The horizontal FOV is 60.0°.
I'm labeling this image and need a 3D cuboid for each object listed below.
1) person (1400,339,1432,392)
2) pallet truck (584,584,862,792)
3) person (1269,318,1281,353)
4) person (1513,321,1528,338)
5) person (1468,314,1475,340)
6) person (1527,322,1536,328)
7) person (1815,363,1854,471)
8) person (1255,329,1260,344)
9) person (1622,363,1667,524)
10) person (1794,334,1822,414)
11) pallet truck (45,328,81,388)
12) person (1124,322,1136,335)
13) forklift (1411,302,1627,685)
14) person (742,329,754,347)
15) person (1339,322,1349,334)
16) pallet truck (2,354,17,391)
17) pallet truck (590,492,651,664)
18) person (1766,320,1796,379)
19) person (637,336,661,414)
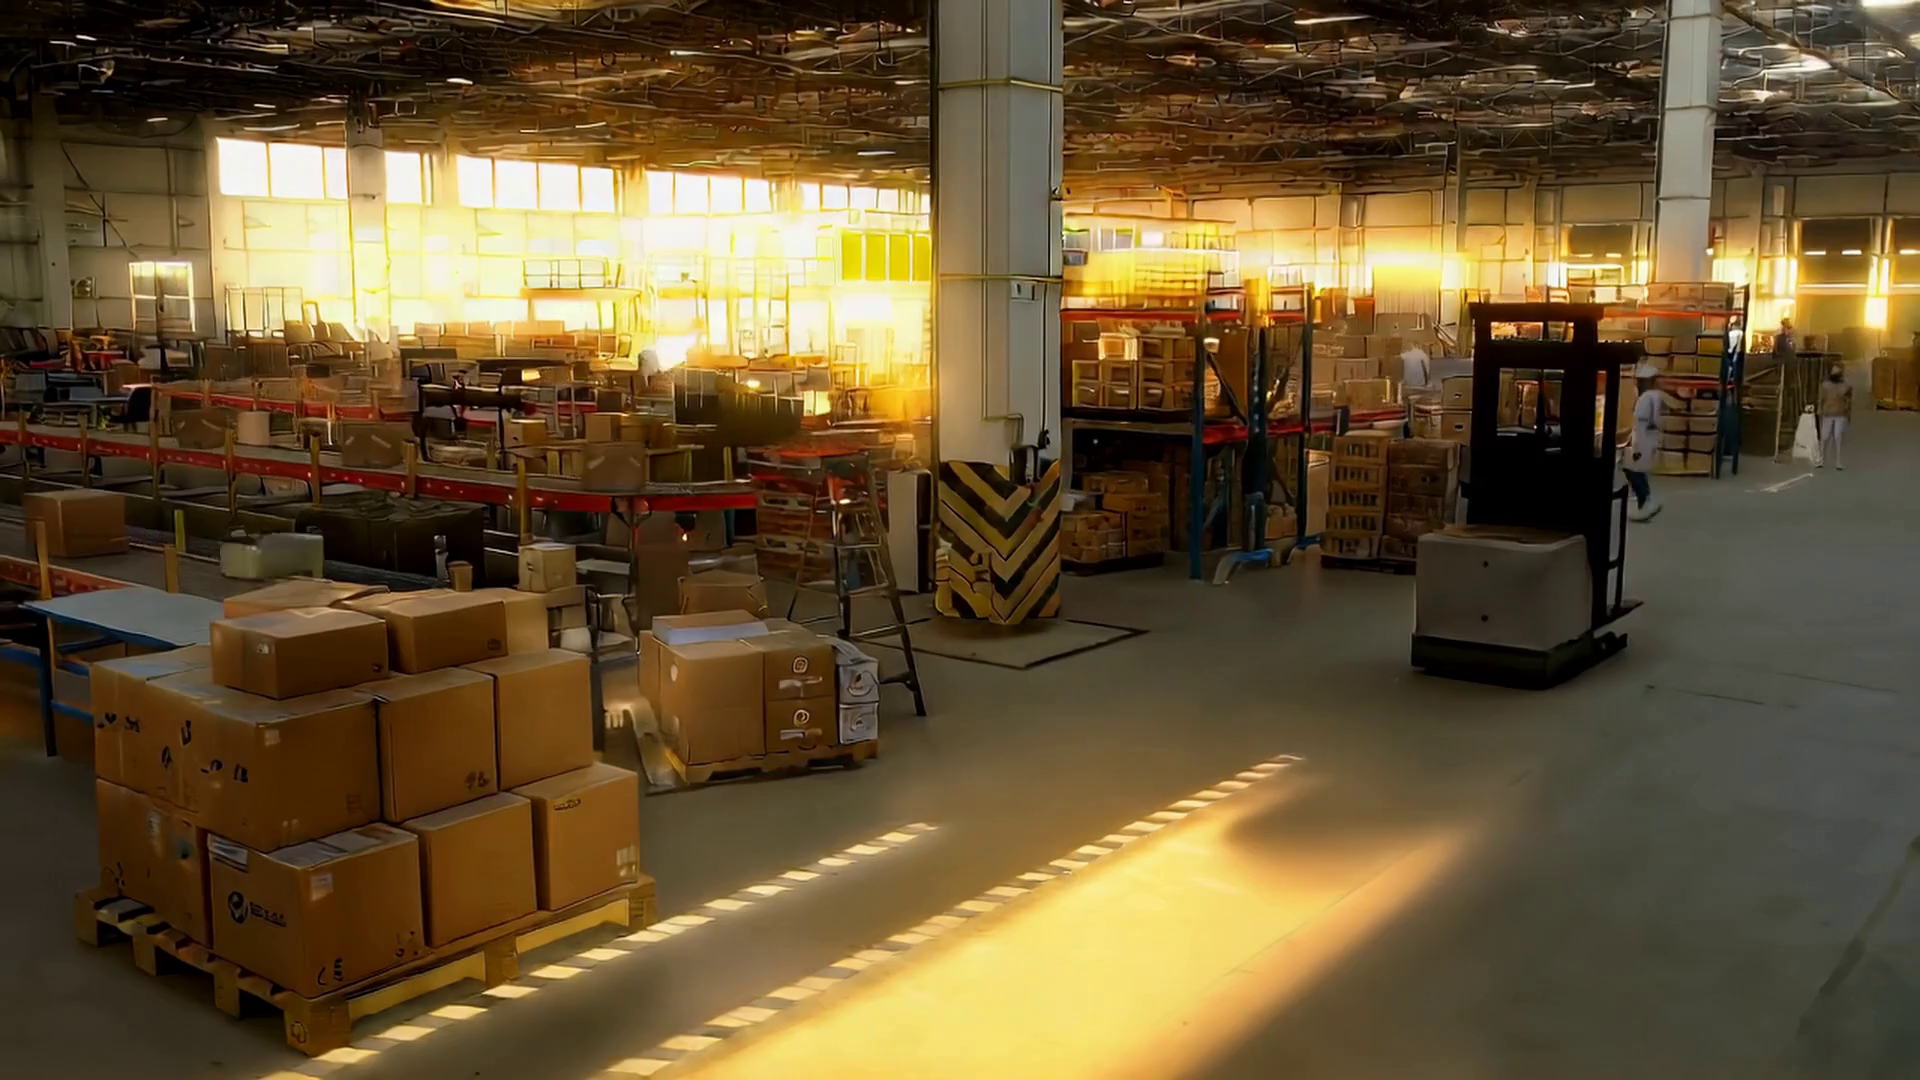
[{"bbox_3d":[10.298,-3.584,37.405,0.683,1.874,0.833,7,11,40],"label":"person"},{"bbox_3d":[-1.426,0.805,10.019,1.601,1.201,0.680,-4,9,-26],"label":"pallet truck"},{"bbox_3d":[12.406,-7.767,65.484,0.377,1.917,0.600,-4,9,-27],"label":"person"},{"bbox_3d":[26.400,-9.677,78.308,0.643,1.930,0.442,3,9,18],"label":"person"},{"bbox_3d":[24.697,-9.939,80.014,0.753,1.956,0.619,1,9,8],"label":"person"},{"bbox_3d":[19.946,-6.607,57.734,0.867,1.908,0.552,3,9,18],"label":"person"},{"bbox_3d":[14.309,-2.015,27.226,0.523,1.769,0.310,5,10,30],"label":"person"},{"bbox_3d":[12.790,-8.479,70.683,0.535,1.795,0.970,3,9,20],"label":"person"},{"bbox_3d":[8.567,-1.191,20.793,0.485,2.024,0.628,7,11,40],"label":"person"},{"bbox_3d":[19.911,-3.870,39.090,0.613,1.946,0.425,-2,9,-14],"label":"person"},{"bbox_3d":[-23.775,-4.544,43.495,1.885,1.965,0.823,6,10,35],"label":"pallet truck"},{"bbox_3d":[6.106,-6.927,59.997,0.537,1.884,0.959,-5,10,-32],"label":"person"},{"bbox_3d":[4.379,-0.438,12.852,1.129,2.768,1.873,7,11,37],"label":"forklift"},{"bbox_3d":[-6.987,-6.135,55.126,0.616,1.721,0.492,6,10,35],"label":"person"},{"bbox_3d":[14.188,-7.069,61.065,0.991,1.828,0.605,-3,9,-21],"label":"person"},{"bbox_3d":[-24.881,-4.417,42.634,1.885,1.965,0.823,8,11,41],"label":"pallet truck"},{"bbox_3d":[-3.115,0.344,12.883,0.653,1.274,1.630,7,11,37],"label":"pallet truck"},{"bbox_3d":[28.024,-6.494,56.493,1.015,2.000,0.688,-1,9,-8],"label":"person"},{"bbox_3d":[-7.284,-3.825,38.970,0.866,1.912,0.554,7,11,41],"label":"person"}]
